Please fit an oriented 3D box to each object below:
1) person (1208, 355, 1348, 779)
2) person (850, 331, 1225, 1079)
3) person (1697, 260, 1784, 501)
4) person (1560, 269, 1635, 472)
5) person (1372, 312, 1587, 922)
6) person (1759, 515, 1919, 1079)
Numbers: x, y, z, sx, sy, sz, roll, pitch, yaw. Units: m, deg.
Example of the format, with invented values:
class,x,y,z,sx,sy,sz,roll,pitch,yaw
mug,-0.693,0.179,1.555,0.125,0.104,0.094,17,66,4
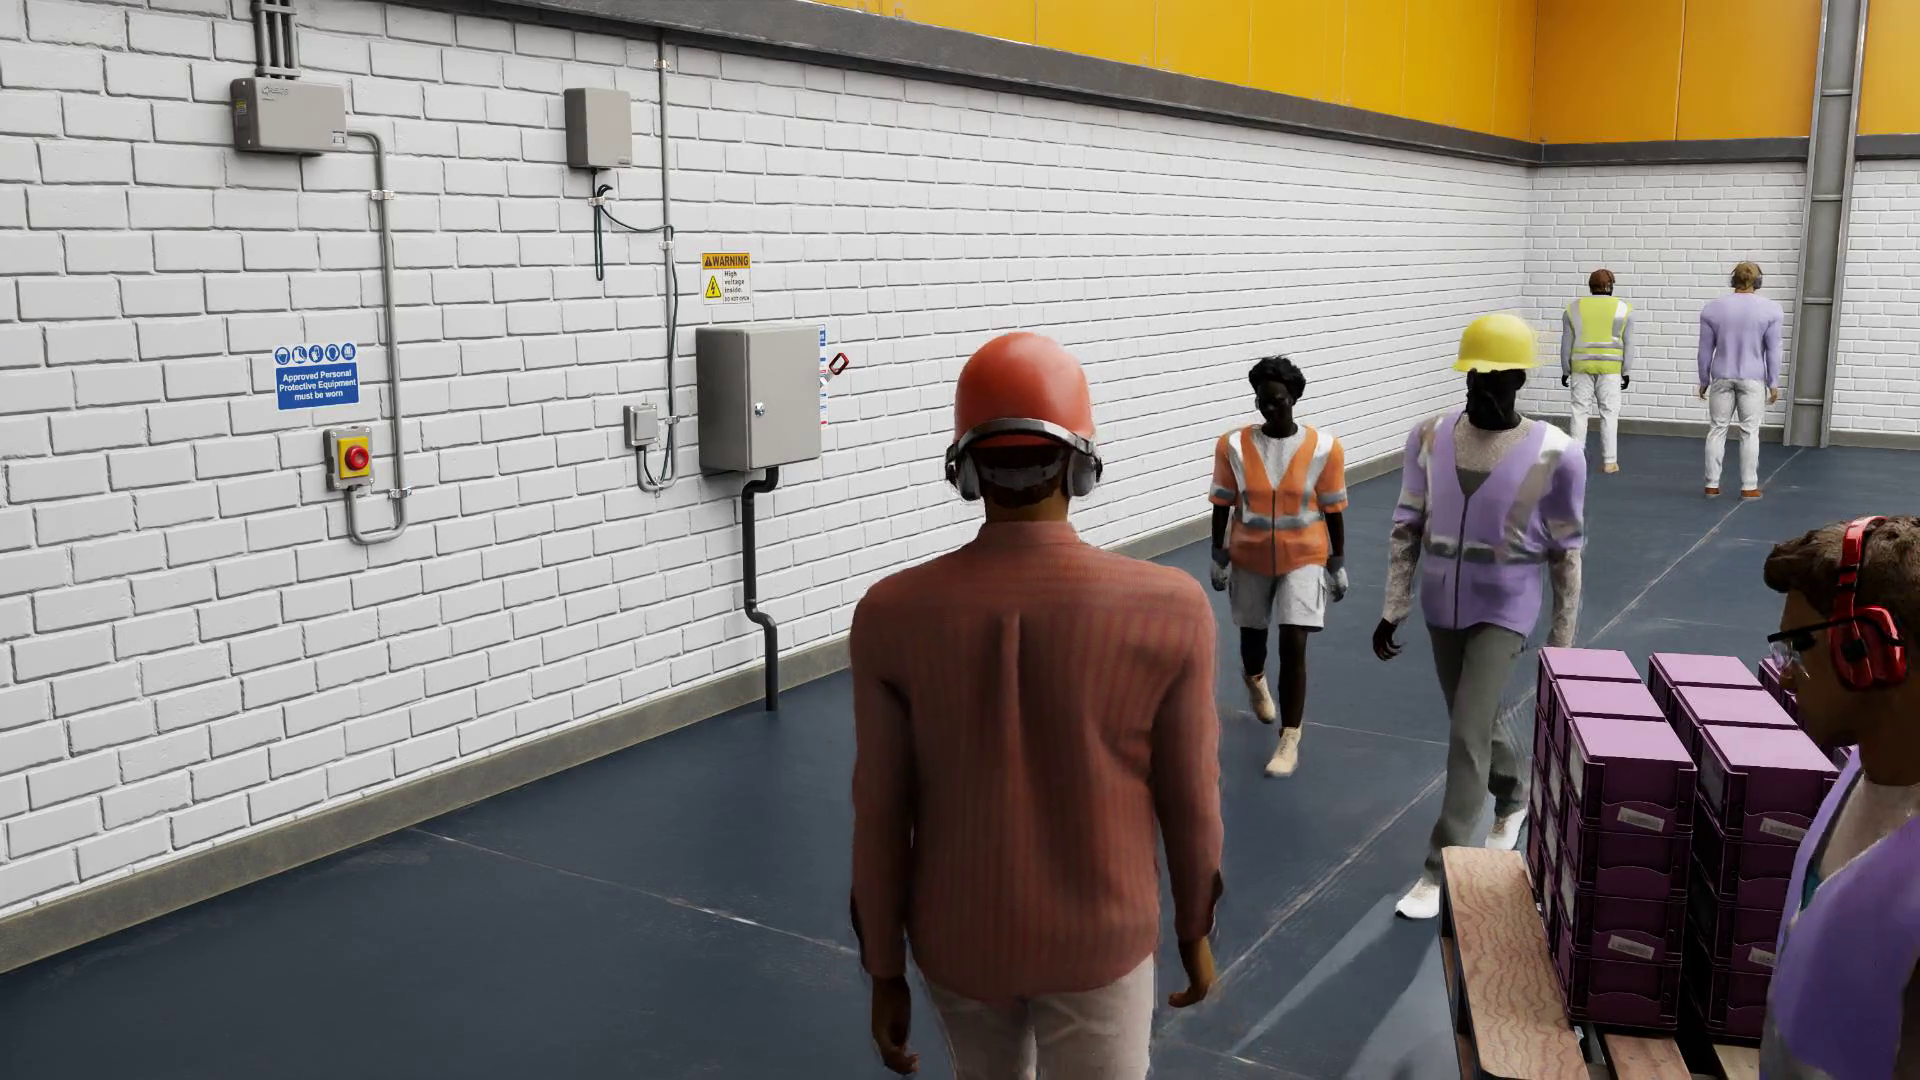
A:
class,x,y,z,sx,sy,sz,roll,pitch,yaw
person,1.299,0.065,6.766,0.562,1.660,0.760,3,11,18
person,0.107,0.655,2.674,0.603,1.970,0.918,3,11,14
person,6.294,-1.280,13.447,0.634,1.937,0.354,8,13,36
person,5.779,-1.531,15.116,0.623,1.841,0.430,5,11,24
person,1.714,0.205,5.380,0.968,1.891,0.581,-10,14,-43
person,1.134,0.871,1.943,0.849,1.795,0.655,4,11,19
